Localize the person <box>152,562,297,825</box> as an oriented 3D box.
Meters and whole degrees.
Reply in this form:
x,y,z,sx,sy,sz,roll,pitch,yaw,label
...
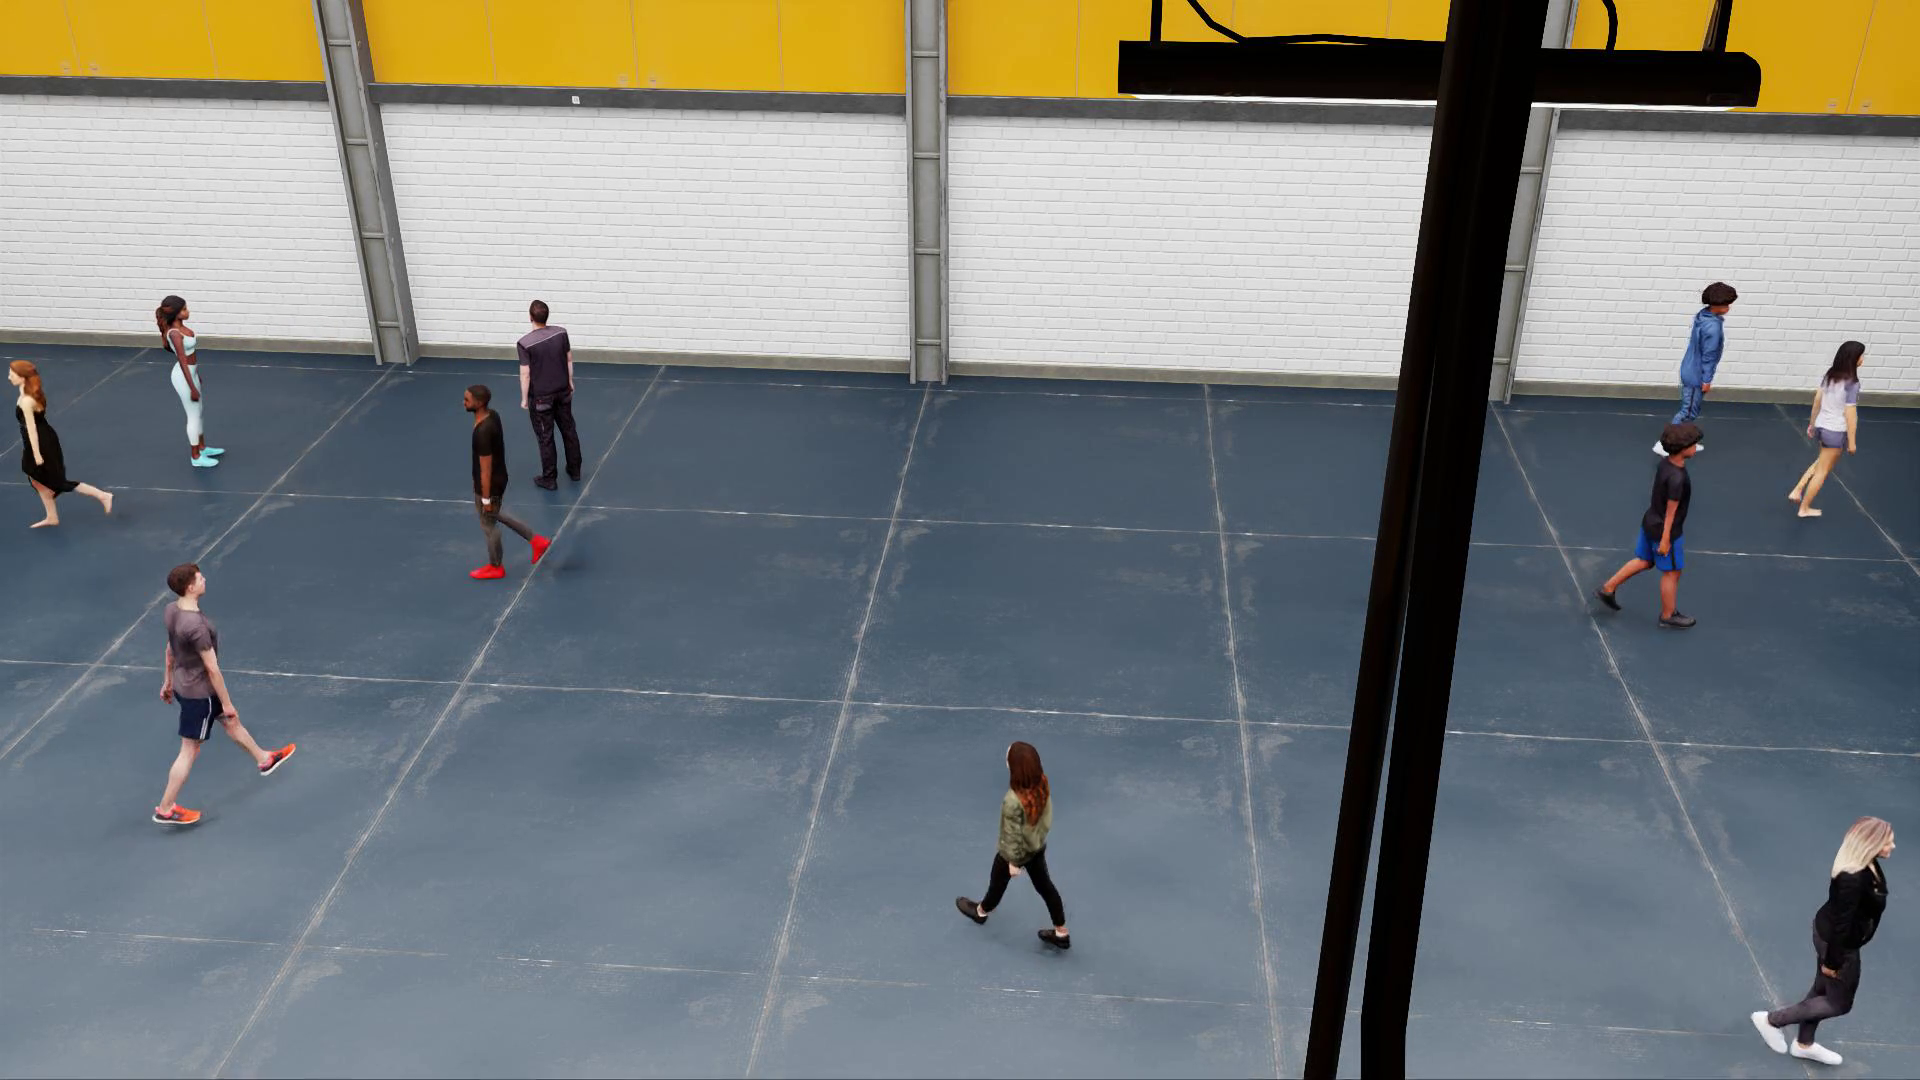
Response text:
x,y,z,sx,sy,sz,roll,pitch,yaw,label
-5.187,1.073,11.144,1.305,1.786,1.267,-23,36,-35,person

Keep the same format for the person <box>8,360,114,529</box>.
x,y,z,sx,sy,sz,roll,pitch,yaw,label
-8.090,-0.844,14.848,1.057,1.604,0.852,-12,31,-20,person

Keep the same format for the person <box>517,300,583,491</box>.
x,y,z,sx,sy,sz,roll,pitch,yaw,label
-3.843,-1.371,15.565,0.789,1.843,0.833,-24,37,-37,person

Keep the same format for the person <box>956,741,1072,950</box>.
x,y,z,sx,sy,sz,roll,pitch,yaw,label
0.445,1.878,10.036,1.107,1.434,0.917,18,33,29,person

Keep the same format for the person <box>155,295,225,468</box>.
x,y,z,sx,sy,sz,roll,pitch,yaw,label
-7.429,-1.536,15.993,0.649,1.723,0.643,-9,30,-16,person

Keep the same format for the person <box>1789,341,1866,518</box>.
x,y,z,sx,sy,sz,roll,pitch,yaw,label
7.765,-0.971,14.957,0.640,1.723,0.629,-2,29,-4,person

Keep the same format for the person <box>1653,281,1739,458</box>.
x,y,z,sx,sy,sz,roll,pitch,yaw,label
7.137,-1.636,16.094,0.810,1.802,0.768,2,29,4,person

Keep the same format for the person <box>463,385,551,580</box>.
x,y,z,sx,sy,sz,roll,pitch,yaw,label
-3.857,-0.484,13.990,0.957,1.794,0.727,-1,29,-2,person

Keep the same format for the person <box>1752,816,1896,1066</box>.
x,y,z,sx,sy,sz,roll,pitch,yaw,label
4.752,2.202,9.189,0.836,1.676,0.744,13,31,22,person

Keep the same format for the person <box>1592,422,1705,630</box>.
x,y,z,sx,sy,sz,roll,pitch,yaw,label
5.560,-0.111,13.326,1.058,1.776,0.674,4,29,8,person
